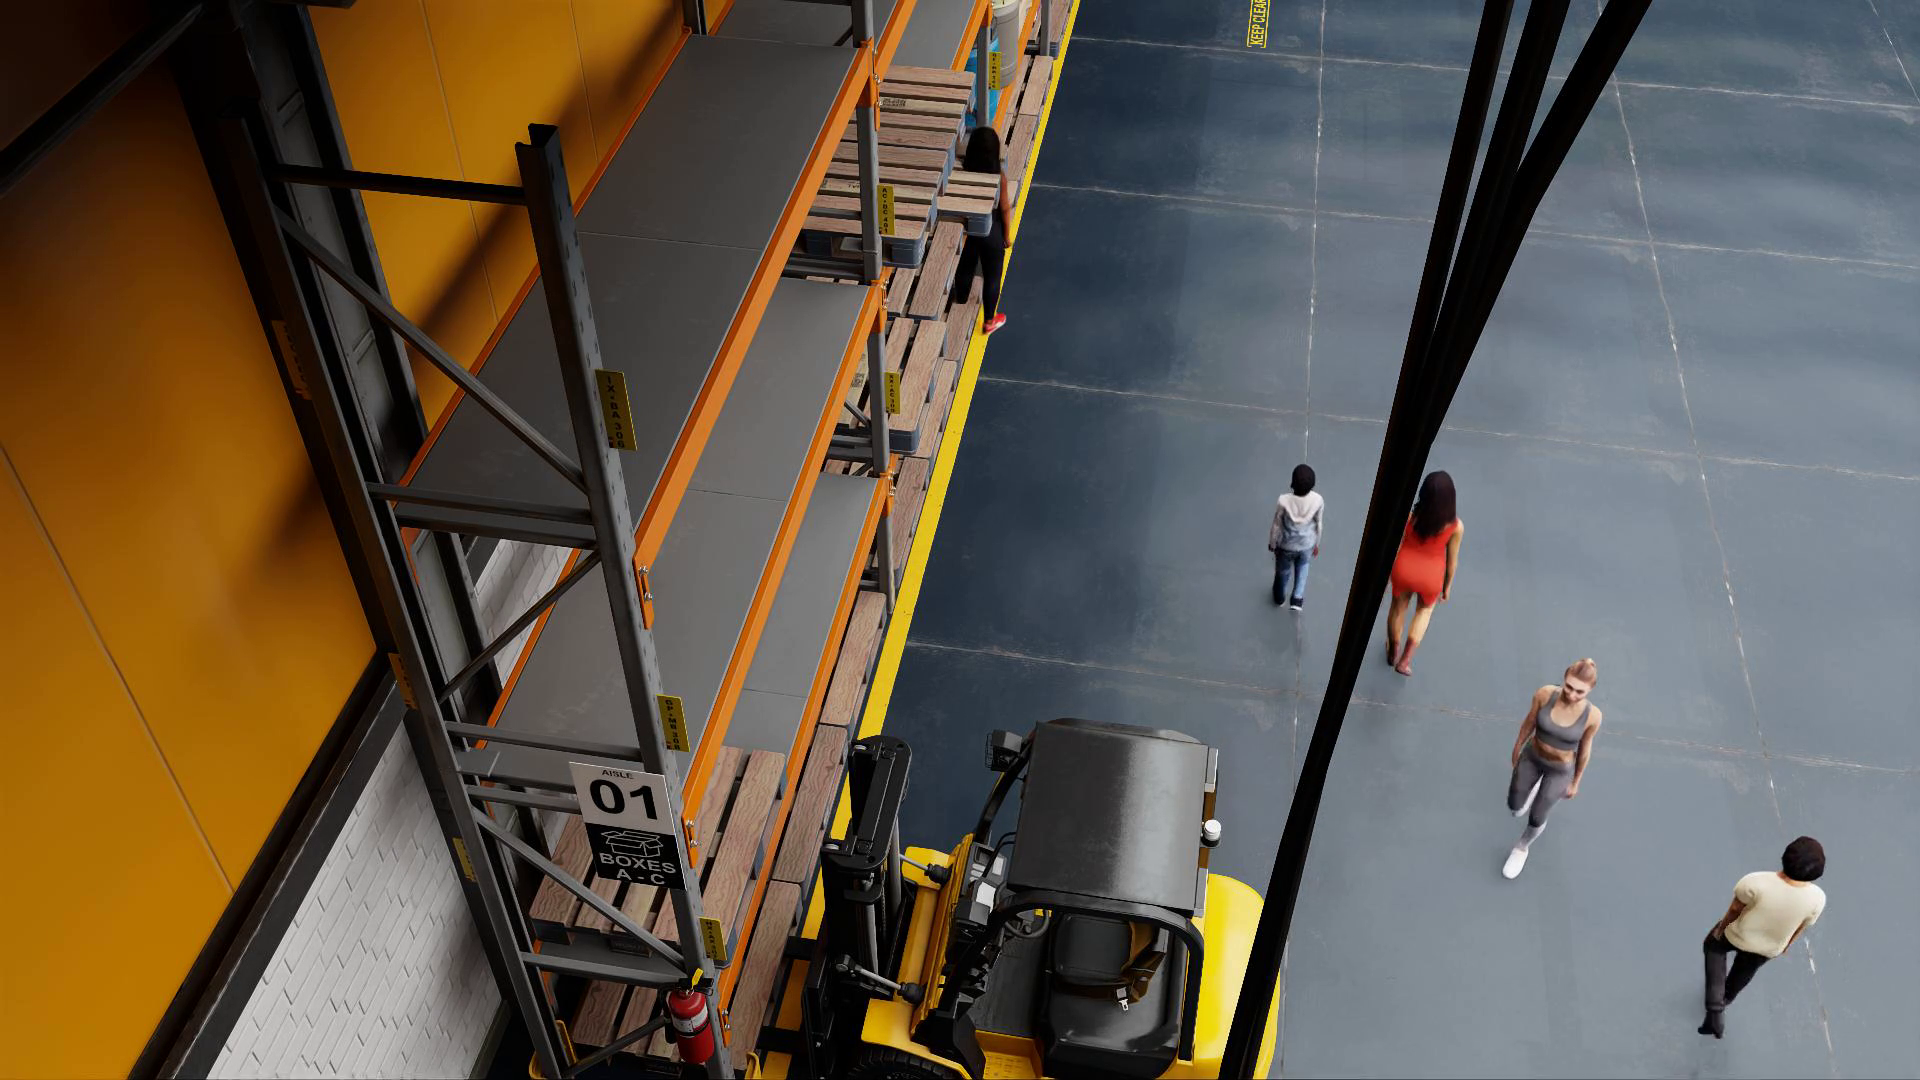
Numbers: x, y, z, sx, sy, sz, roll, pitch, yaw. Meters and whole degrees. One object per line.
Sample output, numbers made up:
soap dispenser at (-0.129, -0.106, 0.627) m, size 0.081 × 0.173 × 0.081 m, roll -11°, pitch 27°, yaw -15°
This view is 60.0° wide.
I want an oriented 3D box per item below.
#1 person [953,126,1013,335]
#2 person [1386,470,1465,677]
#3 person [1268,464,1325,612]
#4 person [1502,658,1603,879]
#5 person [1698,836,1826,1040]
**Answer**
person at (0.167, -2.520, 13.544) m, size 0.763 × 1.811 × 0.747 m, roll 21°, pitch 48°, yaw 21°
person at (2.928, 0.273, 10.685) m, size 0.659 × 1.709 × 0.776 m, roll 14°, pitch 45°, yaw 14°
person at (2.279, 0.031, 11.270) m, size 0.533 × 1.254 × 0.642 m, roll 2°, pitch 44°, yaw 2°
person at (3.442, 1.258, 9.666) m, size 0.759 × 1.690 × 0.923 m, roll 24°, pitch 49°, yaw 23°
person at (4.207, 2.147, 8.818) m, size 0.632 × 1.573 × 0.733 m, roll 11°, pitch 45°, yaw 12°
